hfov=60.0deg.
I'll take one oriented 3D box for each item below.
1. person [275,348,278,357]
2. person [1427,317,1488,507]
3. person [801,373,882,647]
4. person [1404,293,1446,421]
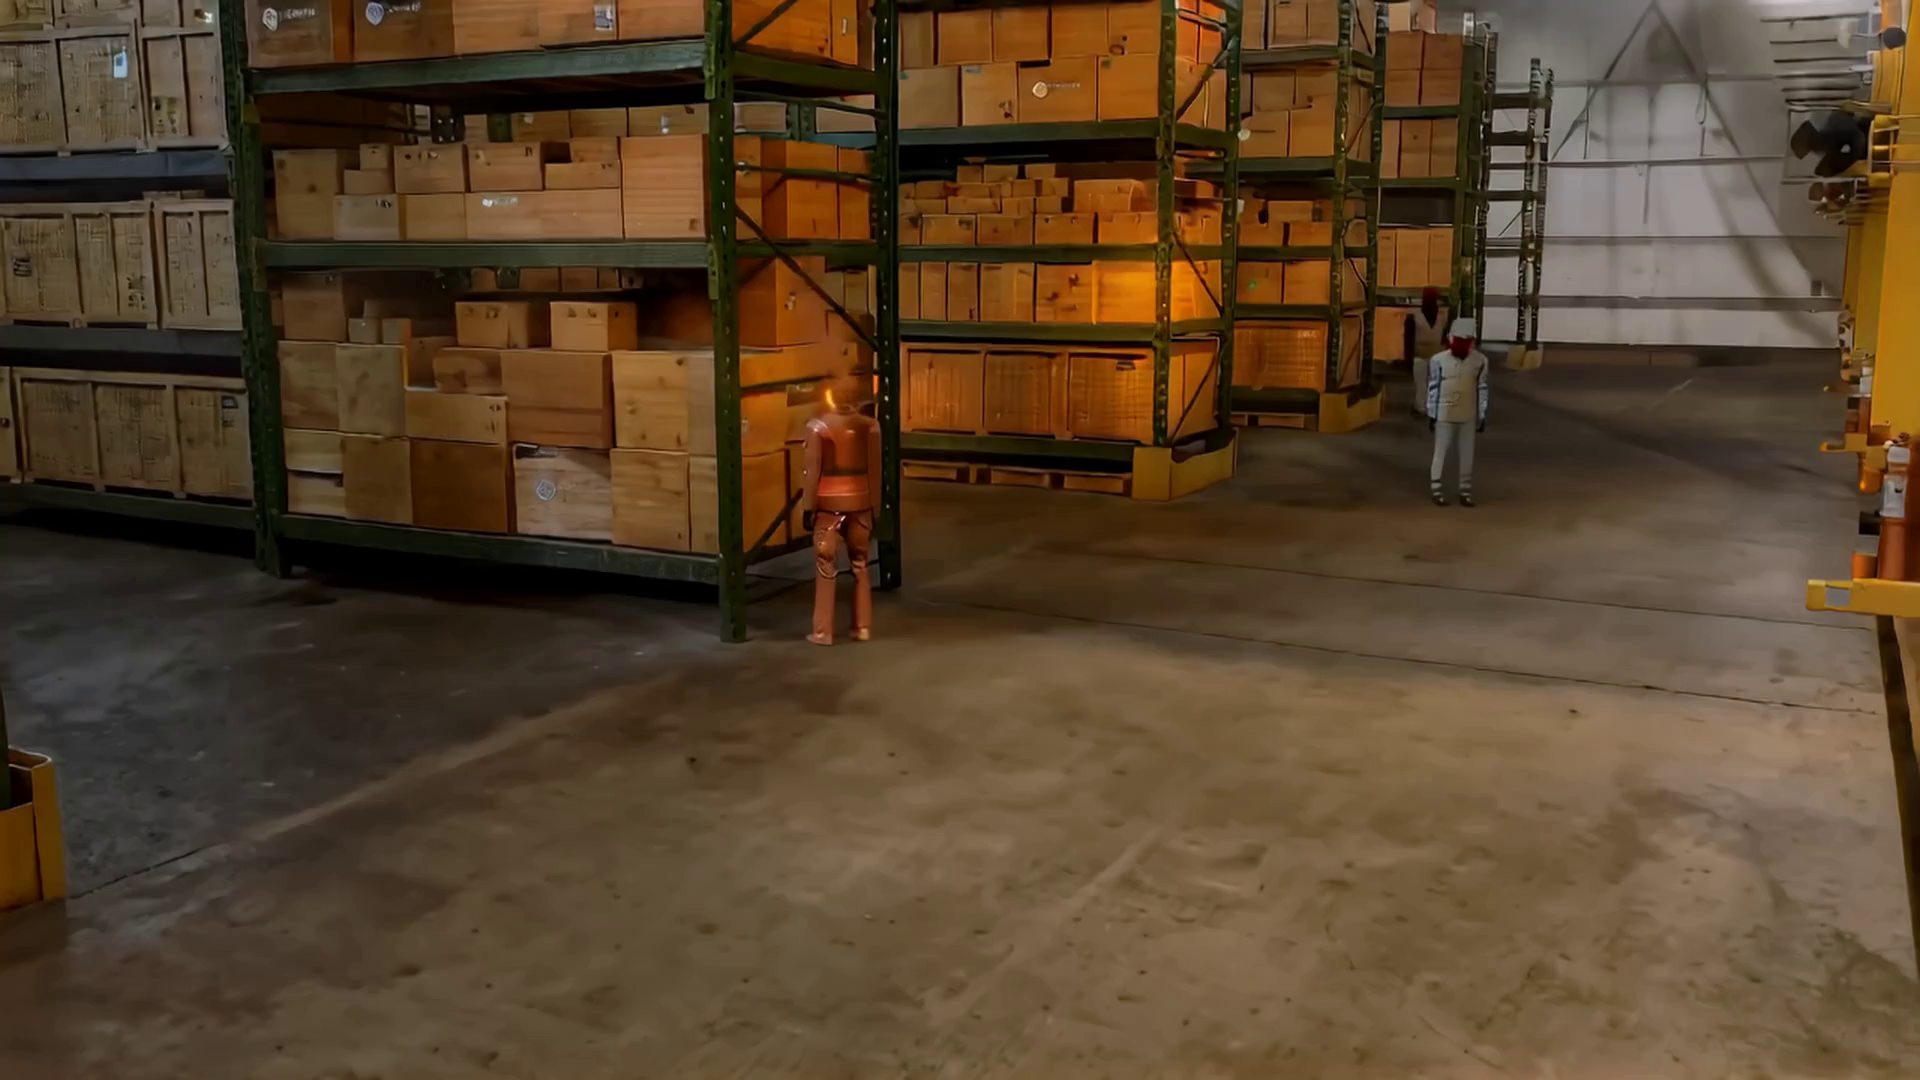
[{"bbox_3d":[-7.928,-1.974,19.447,0.389,1.930,0.541,-2,10,-11],"label":"person"},{"bbox_3d":[4.577,-1.170,15.305,0.566,1.744,0.349,-1,10,-5],"label":"person"},{"bbox_3d":[-0.694,-0.179,9.906,0.524,1.630,0.313,-6,11,-30],"label":"person"},{"bbox_3d":[6.553,-2.602,23.529,0.631,1.787,0.971,-3,10,-18],"label":"person"}]
